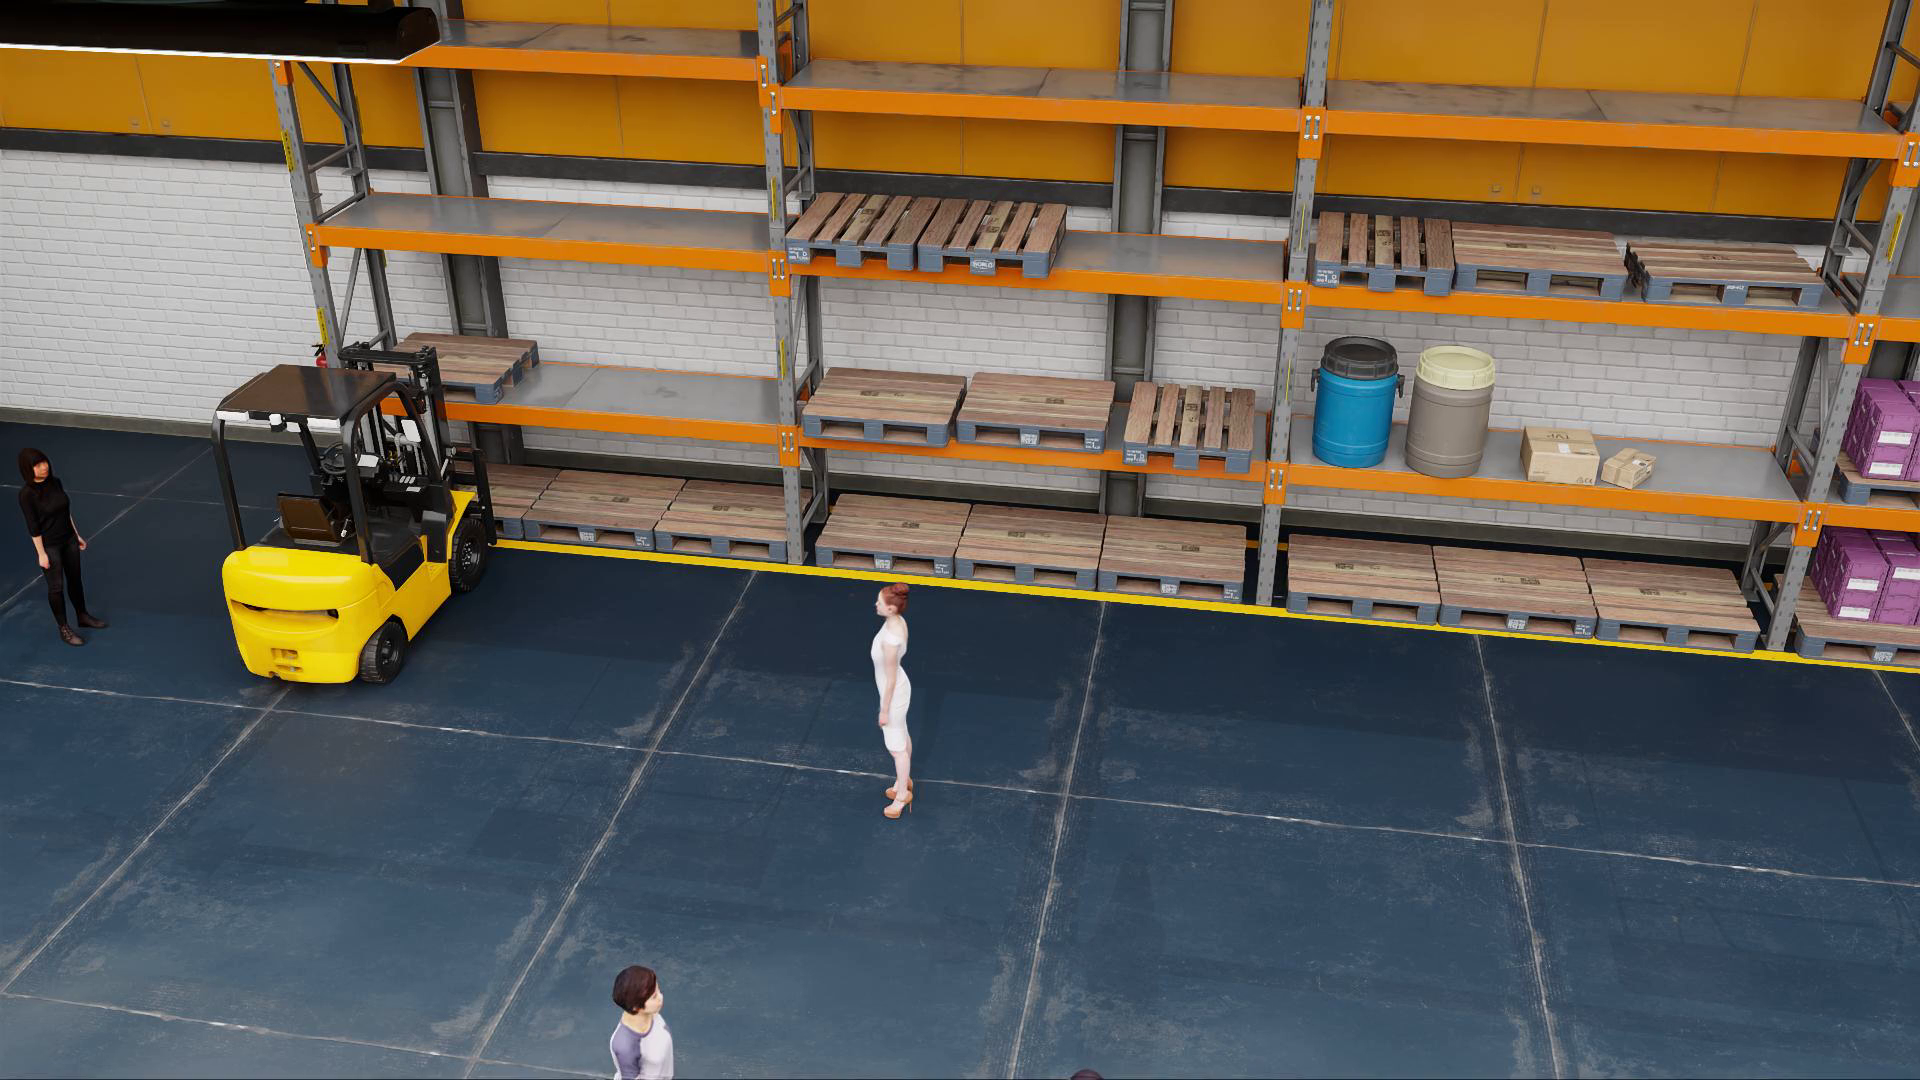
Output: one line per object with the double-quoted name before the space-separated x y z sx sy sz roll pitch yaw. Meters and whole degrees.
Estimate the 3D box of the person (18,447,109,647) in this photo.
"person" -7.081 0.023 13.009 0.527 1.642 0.597 8 30 14

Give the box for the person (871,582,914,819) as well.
"person" -0.424 1.049 10.970 0.507 1.793 0.588 1 29 2

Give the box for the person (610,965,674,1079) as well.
"person" -1.615 2.719 8.158 0.744 1.554 0.586 3 29 6
